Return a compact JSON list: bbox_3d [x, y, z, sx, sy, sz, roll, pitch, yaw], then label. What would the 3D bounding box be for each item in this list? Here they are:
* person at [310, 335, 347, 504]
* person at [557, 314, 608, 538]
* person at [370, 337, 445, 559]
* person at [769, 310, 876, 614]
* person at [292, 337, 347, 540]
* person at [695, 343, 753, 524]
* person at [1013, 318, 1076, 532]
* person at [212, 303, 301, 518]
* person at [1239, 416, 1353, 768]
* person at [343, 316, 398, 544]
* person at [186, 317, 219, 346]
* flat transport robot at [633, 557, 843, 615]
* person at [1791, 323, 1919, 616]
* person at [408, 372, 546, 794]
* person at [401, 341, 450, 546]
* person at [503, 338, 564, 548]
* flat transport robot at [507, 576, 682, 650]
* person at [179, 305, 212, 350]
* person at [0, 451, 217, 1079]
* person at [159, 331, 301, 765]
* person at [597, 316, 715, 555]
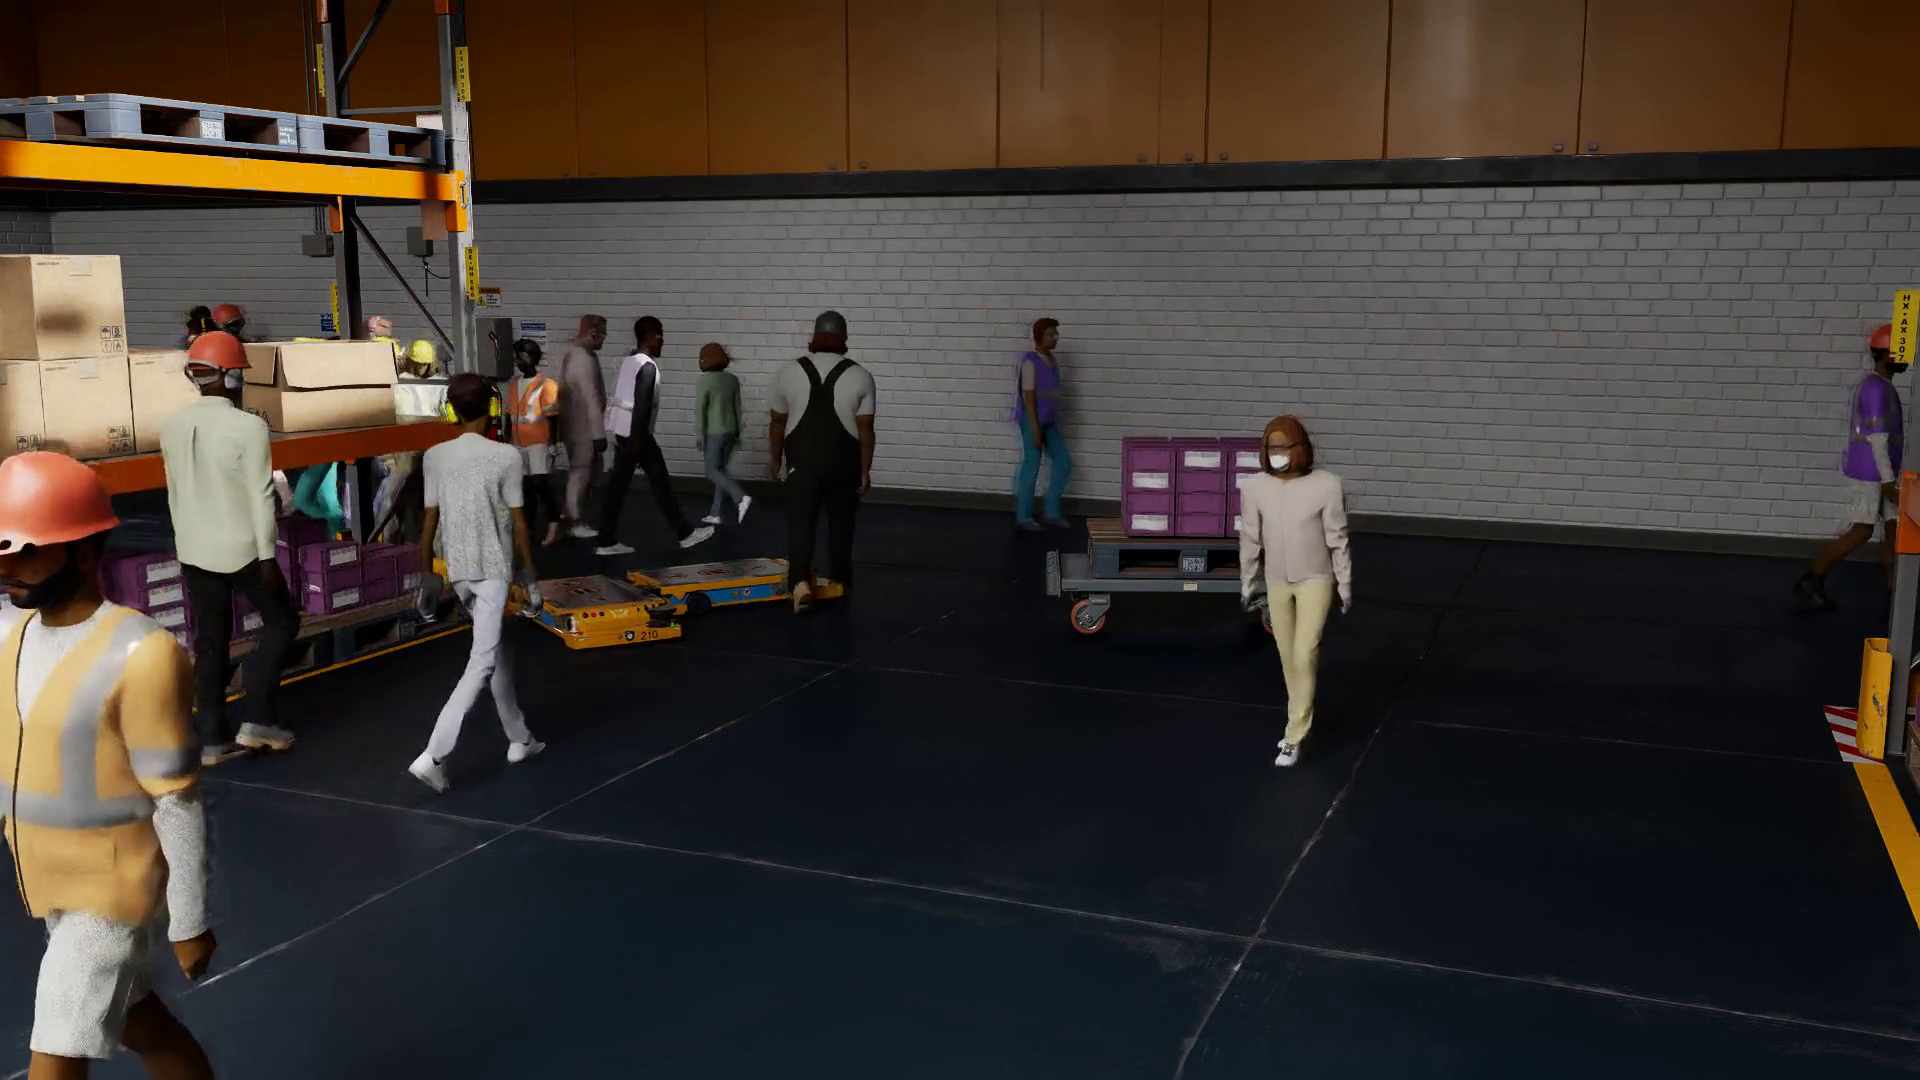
[{"bbox_3d":[-5.624,-1.027,15.019,0.861,1.656,0.527,1,9,7],"label":"person"},{"bbox_3d":[-3.133,-0.936,13.820,0.438,1.876,0.669,-4,10,-23],"label":"person"},{"bbox_3d":[-3.953,-0.529,11.662,0.888,1.766,0.604,-1,9,-6],"label":"person"},{"bbox_3d":[-0.918,-0.555,11.003,0.731,2.000,0.926,1,9,3],"label":"person"},{"bbox_3d":[-4.754,-0.628,12.339,0.432,1.745,0.543,-4,10,-20],"label":"person"},{"bbox_3d":[-2.044,-0.910,14.483,0.610,1.606,0.518,7,12,37],"label":"person"},{"bbox_3d":[0.751,-0.961,14.101,0.637,1.820,0.608,5,10,26],"label":"person"},{"bbox_3d":[-6.174,-1.071,14.424,0.956,1.965,0.588,4,10,24],"label":"person"},{"bbox_3d":[1.503,0.230,7.603,0.519,1.590,0.695,7,12,36],"label":"person"},{"bbox_3d":[-4.729,-0.849,13.320,0.733,1.874,0.478,6,11,31],"label":"person"},{"bbox_3d":[-5.976,-0.850,13.347,0.317,1.861,0.516,-3,10,-20],"label":"person"},{"bbox_3d":[-1.574,0.300,11.176,1.431,0.197,0.652,-6,11,-30],"label":"flat transport robot"},{"bbox_3d":[5.937,-0.455,10.810,0.834,1.910,0.553,7,12,36],"label":"person"},{"bbox_3d":[-2.148,0.182,7.302,0.514,1.828,0.959,4,10,22],"label":"person"},{"bbox_3d":[-4.287,-0.760,13.335,0.479,1.685,0.892,-2,10,-13],"label":"person"},{"bbox_3d":[-3.461,-0.773,13.390,0.544,1.697,0.364,7,11,35],"label":"person"},{"bbox_3d":[-2.321,0.425,10.417,0.652,0.197,1.431,-6,11,-31],"label":"flat transport robot"},{"bbox_3d":[-7.967,-1.552,17.633,0.418,1.855,0.511,4,10,25],"label":"person"},{"bbox_3d":[-1.919,0.752,3.572,0.557,1.891,0.960,6,11,32],"label":"person"},{"bbox_3d":[-3.321,0.037,7.620,0.646,1.971,0.551,3,10,19],"label":"person"},{"bbox_3d":[-2.441,-0.824,13.139,0.994,1.865,0.612,-5,11,-29],"label":"person"}]
